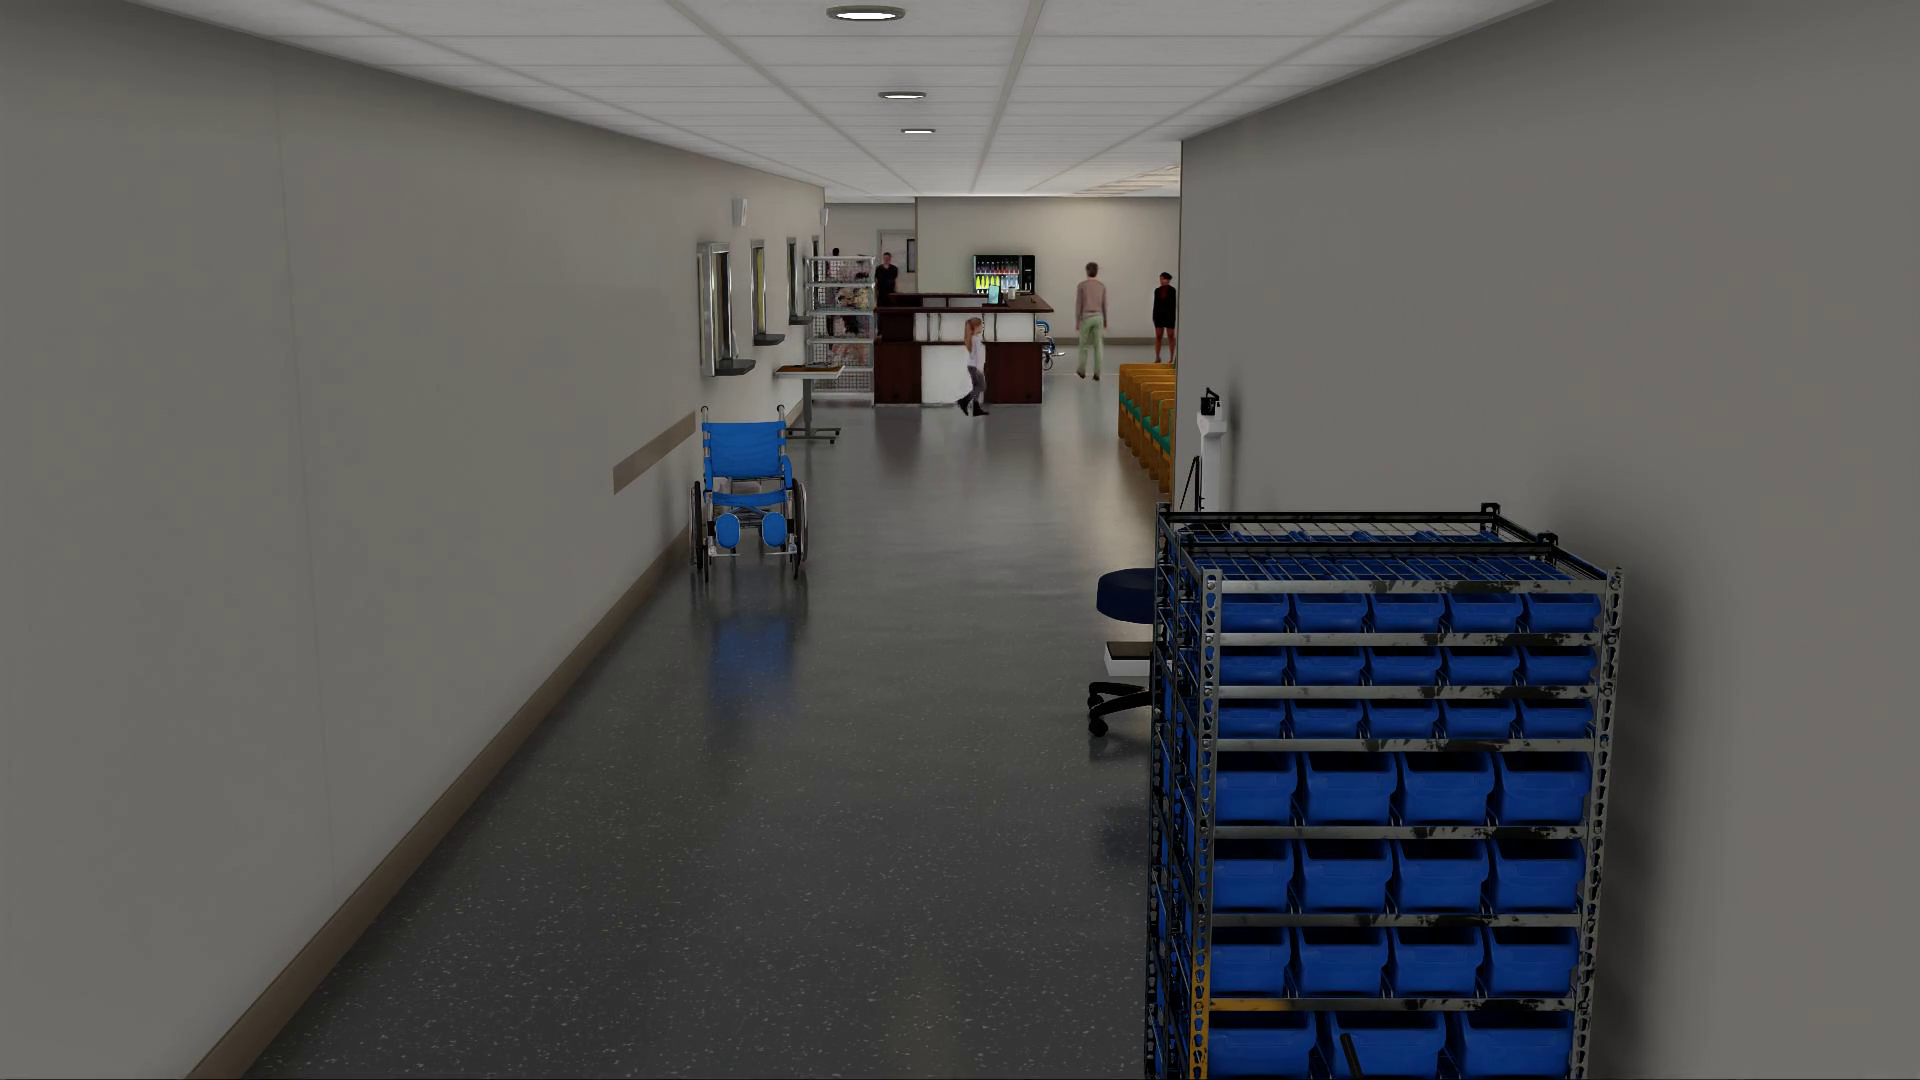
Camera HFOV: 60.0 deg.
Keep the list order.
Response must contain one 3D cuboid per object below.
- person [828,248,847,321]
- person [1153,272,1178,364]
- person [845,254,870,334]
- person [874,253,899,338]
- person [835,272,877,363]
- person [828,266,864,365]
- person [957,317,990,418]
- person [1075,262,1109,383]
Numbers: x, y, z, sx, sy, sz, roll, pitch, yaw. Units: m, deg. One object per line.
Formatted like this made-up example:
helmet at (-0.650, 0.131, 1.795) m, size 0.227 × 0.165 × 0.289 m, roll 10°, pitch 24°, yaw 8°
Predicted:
person at (-3.164, -6.548, 42.592) m, size 0.542 × 1.851 × 0.765 m, roll 2°, pitch 11°, yaw 8°
person at (3.515, -3.764, 28.499) m, size 0.632 × 1.635 × 0.717 m, roll 4°, pitch 12°, yaw 22°
person at (-2.228, -5.312, 36.296) m, size 0.928 × 1.770 × 0.908 m, roll -2°, pitch 11°, yaw -9°
person at (-1.581, -5.333, 36.236) m, size 0.575 × 1.835 × 0.762 m, roll 1°, pitch 11°, yaw 6°
person at (-1.599, -3.832, 29.030) m, size 1.201 × 1.571 × 0.836 m, roll 2°, pitch 11°, yaw 12°
person at (-1.829, -3.715, 28.042) m, size 1.114 × 1.711 × 0.897 m, roll -5°, pitch 12°, yaw -26°
person at (0.148, -2.200, 21.234) m, size 0.746 × 1.271 × 0.617 m, roll -4°, pitch 11°, yaw -19°
person at (2.043, -3.300, 25.550) m, size 1.242 × 1.823 × 0.853 m, roll -1°, pitch 11°, yaw -6°
